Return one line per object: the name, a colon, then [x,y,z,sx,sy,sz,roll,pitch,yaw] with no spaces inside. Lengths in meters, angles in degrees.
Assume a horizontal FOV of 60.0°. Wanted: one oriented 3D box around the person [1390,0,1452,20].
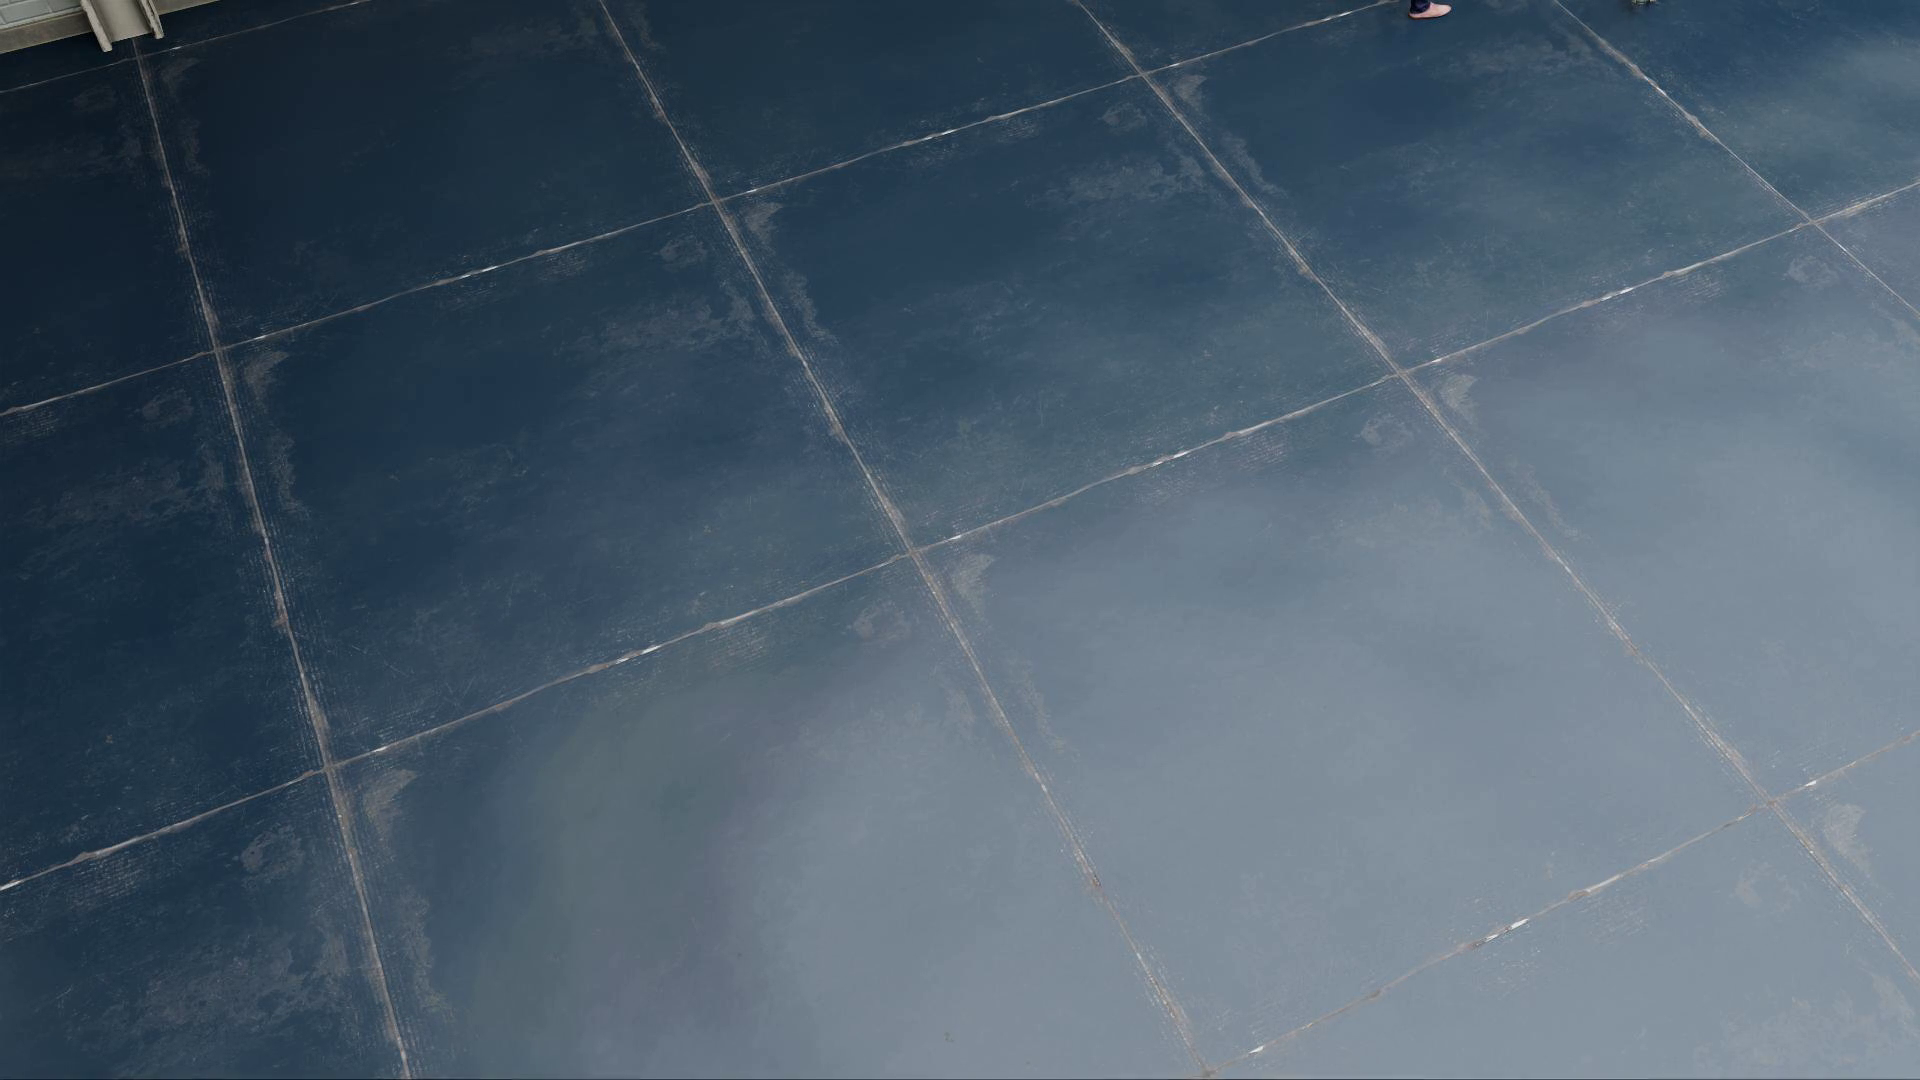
person: [3.108,-4.278,10.758,0.558,1.853,0.680,-22,55,-16]
